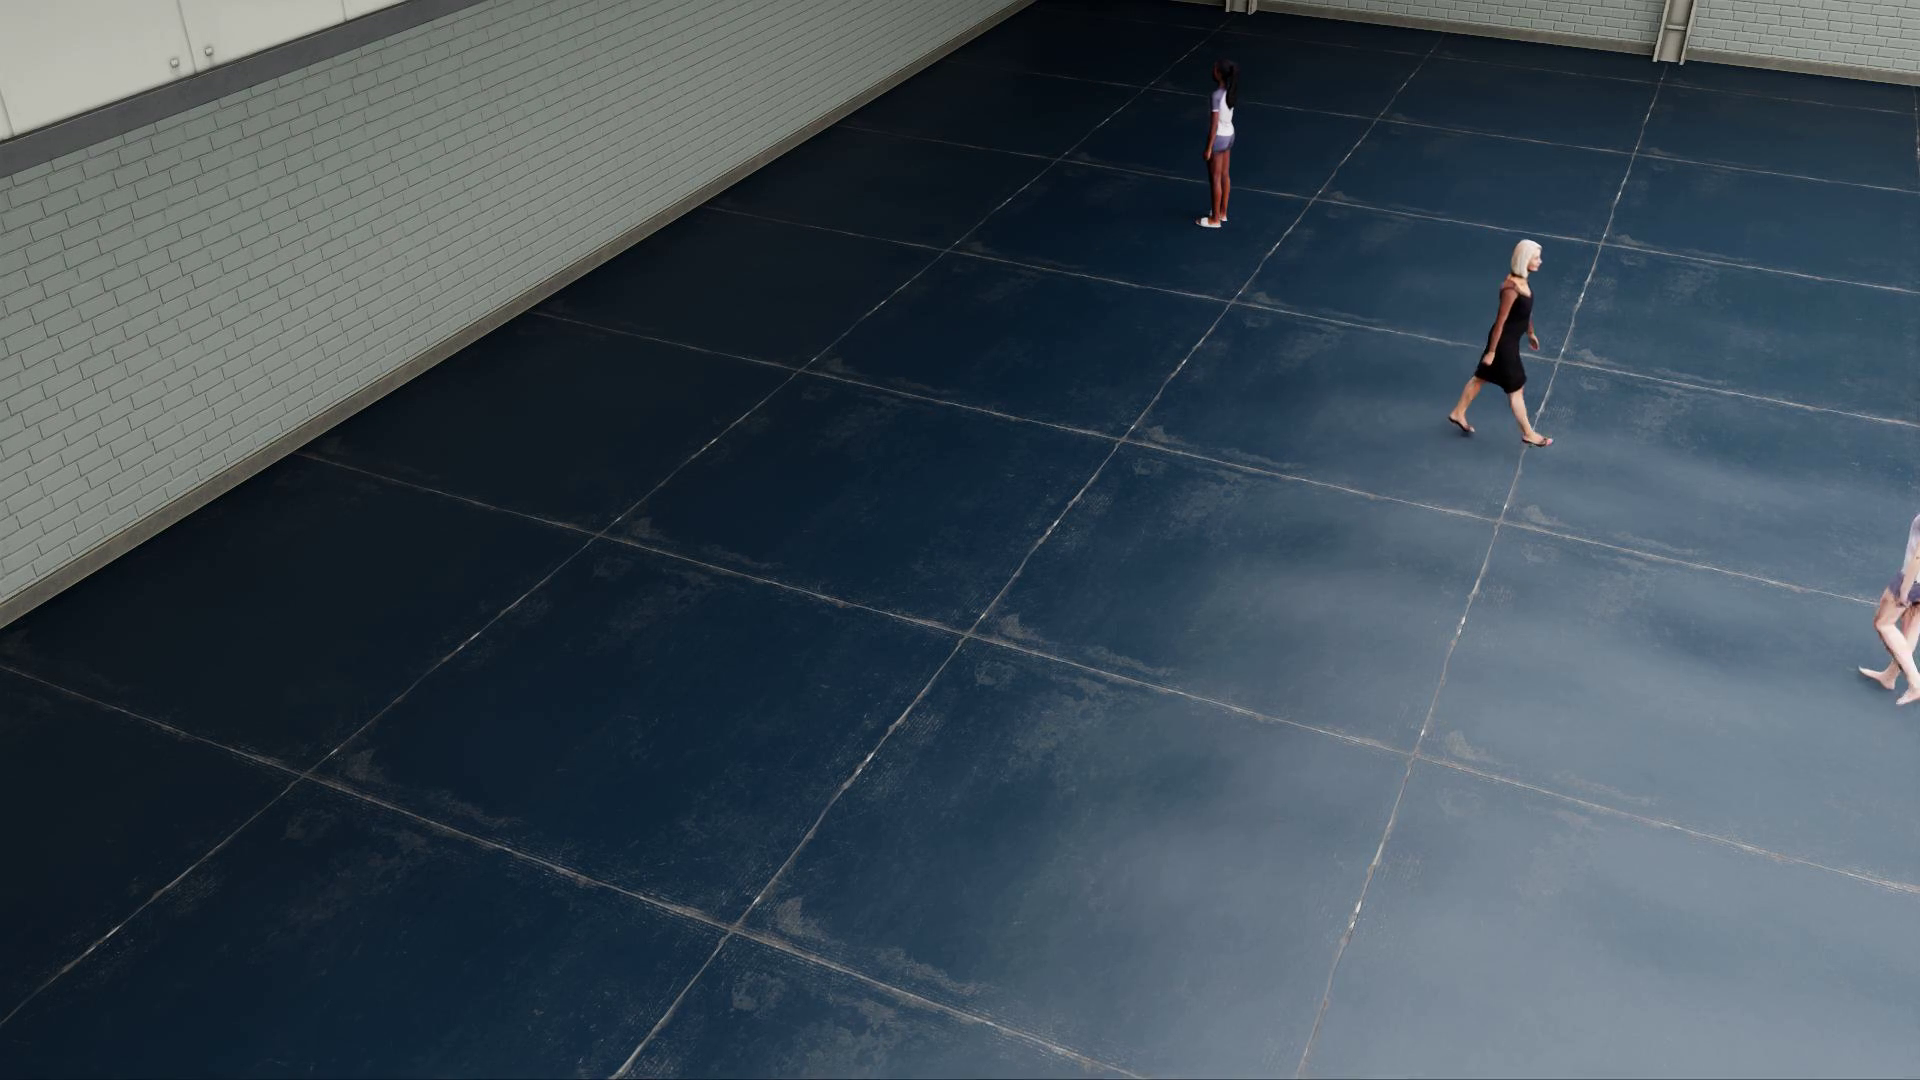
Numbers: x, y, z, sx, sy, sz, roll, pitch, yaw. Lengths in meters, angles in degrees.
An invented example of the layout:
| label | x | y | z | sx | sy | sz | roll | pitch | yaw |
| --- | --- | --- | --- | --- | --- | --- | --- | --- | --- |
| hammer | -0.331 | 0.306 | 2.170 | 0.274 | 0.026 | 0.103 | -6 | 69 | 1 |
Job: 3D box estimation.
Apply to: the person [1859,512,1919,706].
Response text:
| label | x | y | z | sx | sy | sz | roll | pitch | yaw |
| --- | --- | --- | --- | --- | --- | --- | --- | --- | --- |
| person | 5.955 | 0.271 | 10.141 | 0.840 | 1.754 | 0.897 | -11 | 34 | -16 |

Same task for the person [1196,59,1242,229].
| label | x | y | z | sx | sy | sz | roll | pitch | yaw |
| --- | --- | --- | --- | --- | --- | --- | --- | --- | --- |
| person | 2.655 | -4.074 | 17.060 | 0.573 | 1.722 | 0.631 | 18 | 37 | 27 |

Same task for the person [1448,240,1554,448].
| label | x | y | z | sx | sy | sz | roll | pitch | yaw |
| --- | --- | --- | --- | --- | --- | --- | --- | --- | --- |
| person | 4.197 | -1.547 | 13.077 | 1.058 | 1.697 | 0.613 | 15 | 35 | 23 |
